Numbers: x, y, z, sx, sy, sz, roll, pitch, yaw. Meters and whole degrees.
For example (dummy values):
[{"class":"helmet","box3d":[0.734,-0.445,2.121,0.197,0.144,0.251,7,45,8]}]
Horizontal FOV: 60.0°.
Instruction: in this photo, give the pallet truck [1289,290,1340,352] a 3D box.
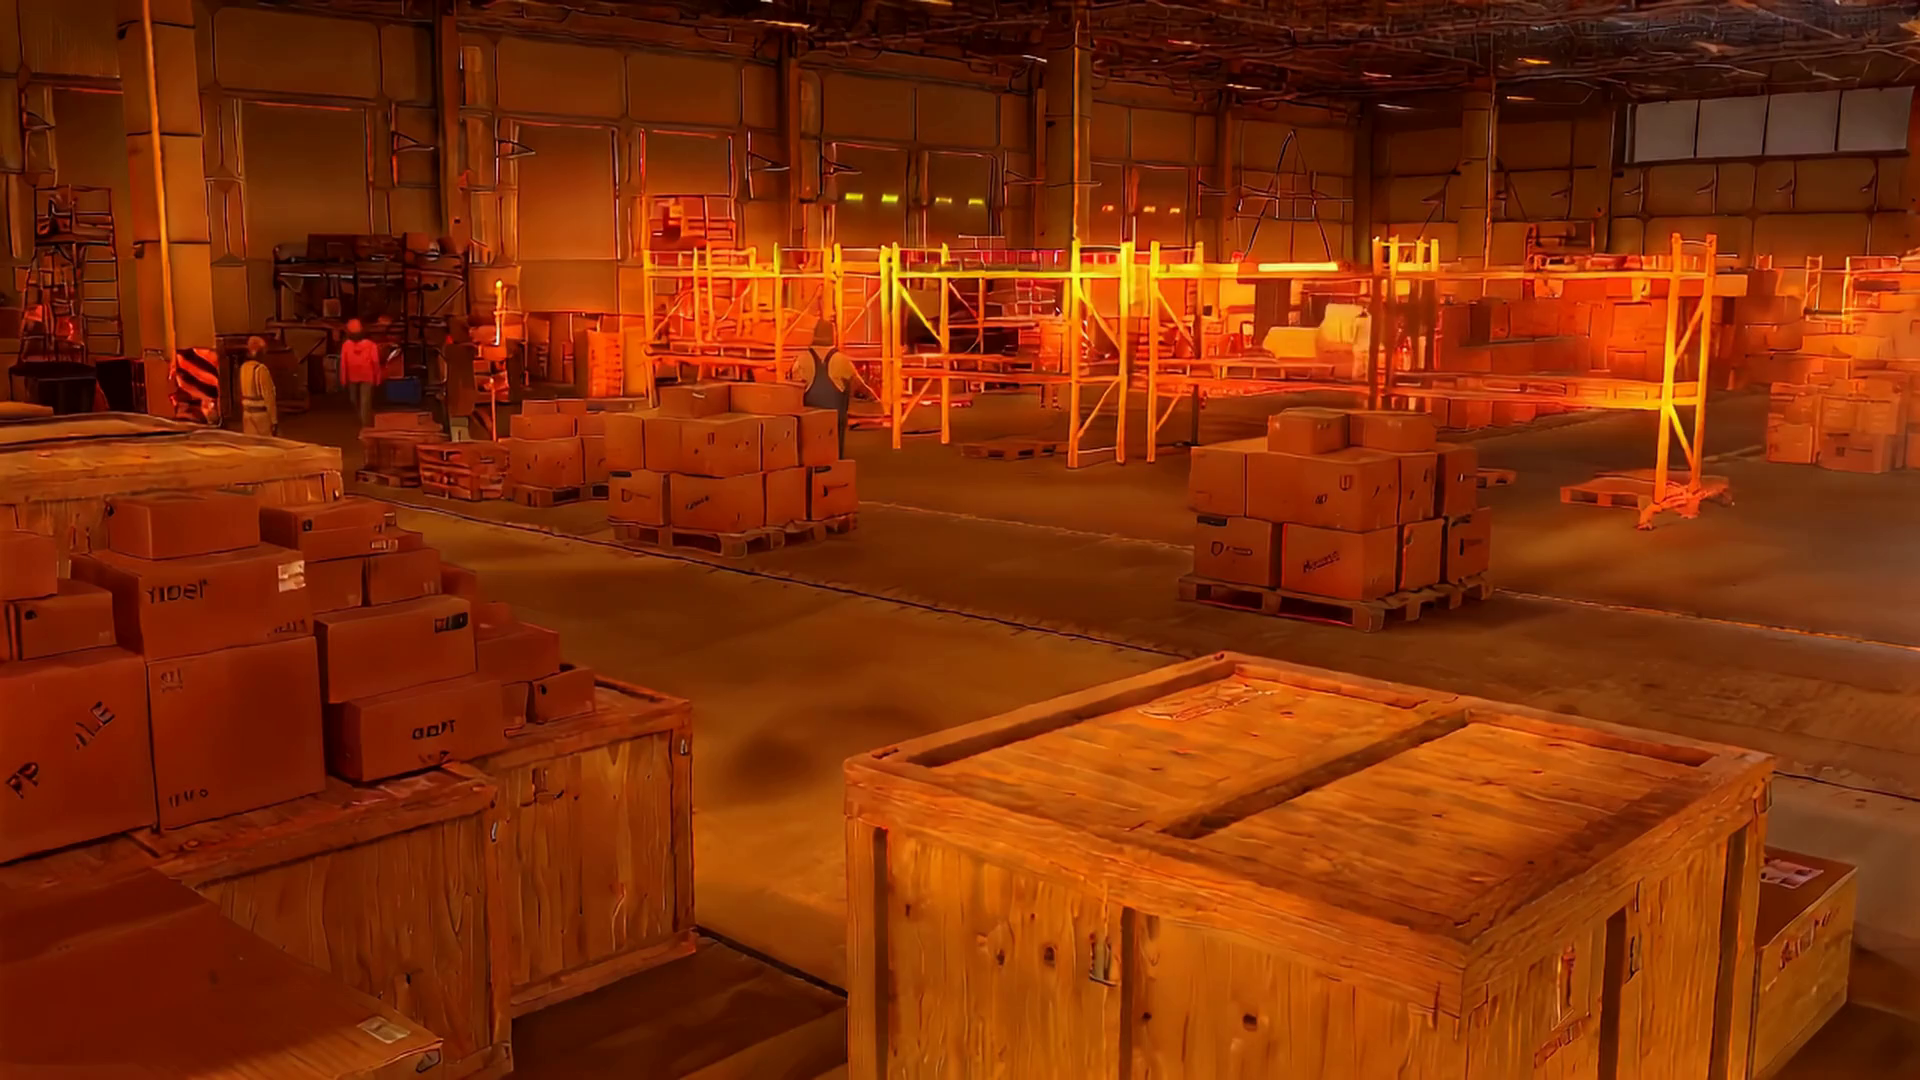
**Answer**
[{"class":"pallet truck","box3d":[11.297,-6.951,52.861,1.885,1.965,0.823,-5,11,-29]}]

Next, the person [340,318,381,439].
[{"class":"person","box3d":[-9.430,-2.557,26.238,0.613,1.898,0.716,1,9,4]}]

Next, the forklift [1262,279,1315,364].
[{"class":"forklift","box3d":[8.560,-6.090,44.881,1.873,2.768,1.129,9,13,43]}]

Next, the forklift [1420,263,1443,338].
[{"class":"forklift","box3d":[13.032,-6.424,46.932,1.873,2.768,1.129,3,10,17]}]

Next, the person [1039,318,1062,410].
[{"class":"person","box3d":[1.735,-3.333,31.492,0.488,1.736,0.323,-5,11,-29]}]

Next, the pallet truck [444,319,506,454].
[{"class":"pallet truck","box3d":[-6.981,-1.942,22.150,1.885,1.965,0.823,1,9,9]}]

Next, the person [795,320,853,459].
[{"class":"person","box3d":[-1.636,-1.651,20.237,0.689,2.000,0.537,0,9,3]}]

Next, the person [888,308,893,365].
[{"class":"person","box3d":[-1.814,-5.225,43.368,0.311,1.642,0.514,-2,9,-10]}]

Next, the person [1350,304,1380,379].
[{"class":"person","box3d":[9.017,-4.330,37.125,0.636,1.888,1.003,7,12,37]}]

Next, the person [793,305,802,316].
[{"class":"person","box3d":[-4.298,-5.398,44.290,0.324,1.689,0.544,2,9,11]}]

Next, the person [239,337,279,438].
[{"class":"person","box3d":[-7.988,-1.376,19.031,0.583,1.882,0.350,7,12,37]}]
